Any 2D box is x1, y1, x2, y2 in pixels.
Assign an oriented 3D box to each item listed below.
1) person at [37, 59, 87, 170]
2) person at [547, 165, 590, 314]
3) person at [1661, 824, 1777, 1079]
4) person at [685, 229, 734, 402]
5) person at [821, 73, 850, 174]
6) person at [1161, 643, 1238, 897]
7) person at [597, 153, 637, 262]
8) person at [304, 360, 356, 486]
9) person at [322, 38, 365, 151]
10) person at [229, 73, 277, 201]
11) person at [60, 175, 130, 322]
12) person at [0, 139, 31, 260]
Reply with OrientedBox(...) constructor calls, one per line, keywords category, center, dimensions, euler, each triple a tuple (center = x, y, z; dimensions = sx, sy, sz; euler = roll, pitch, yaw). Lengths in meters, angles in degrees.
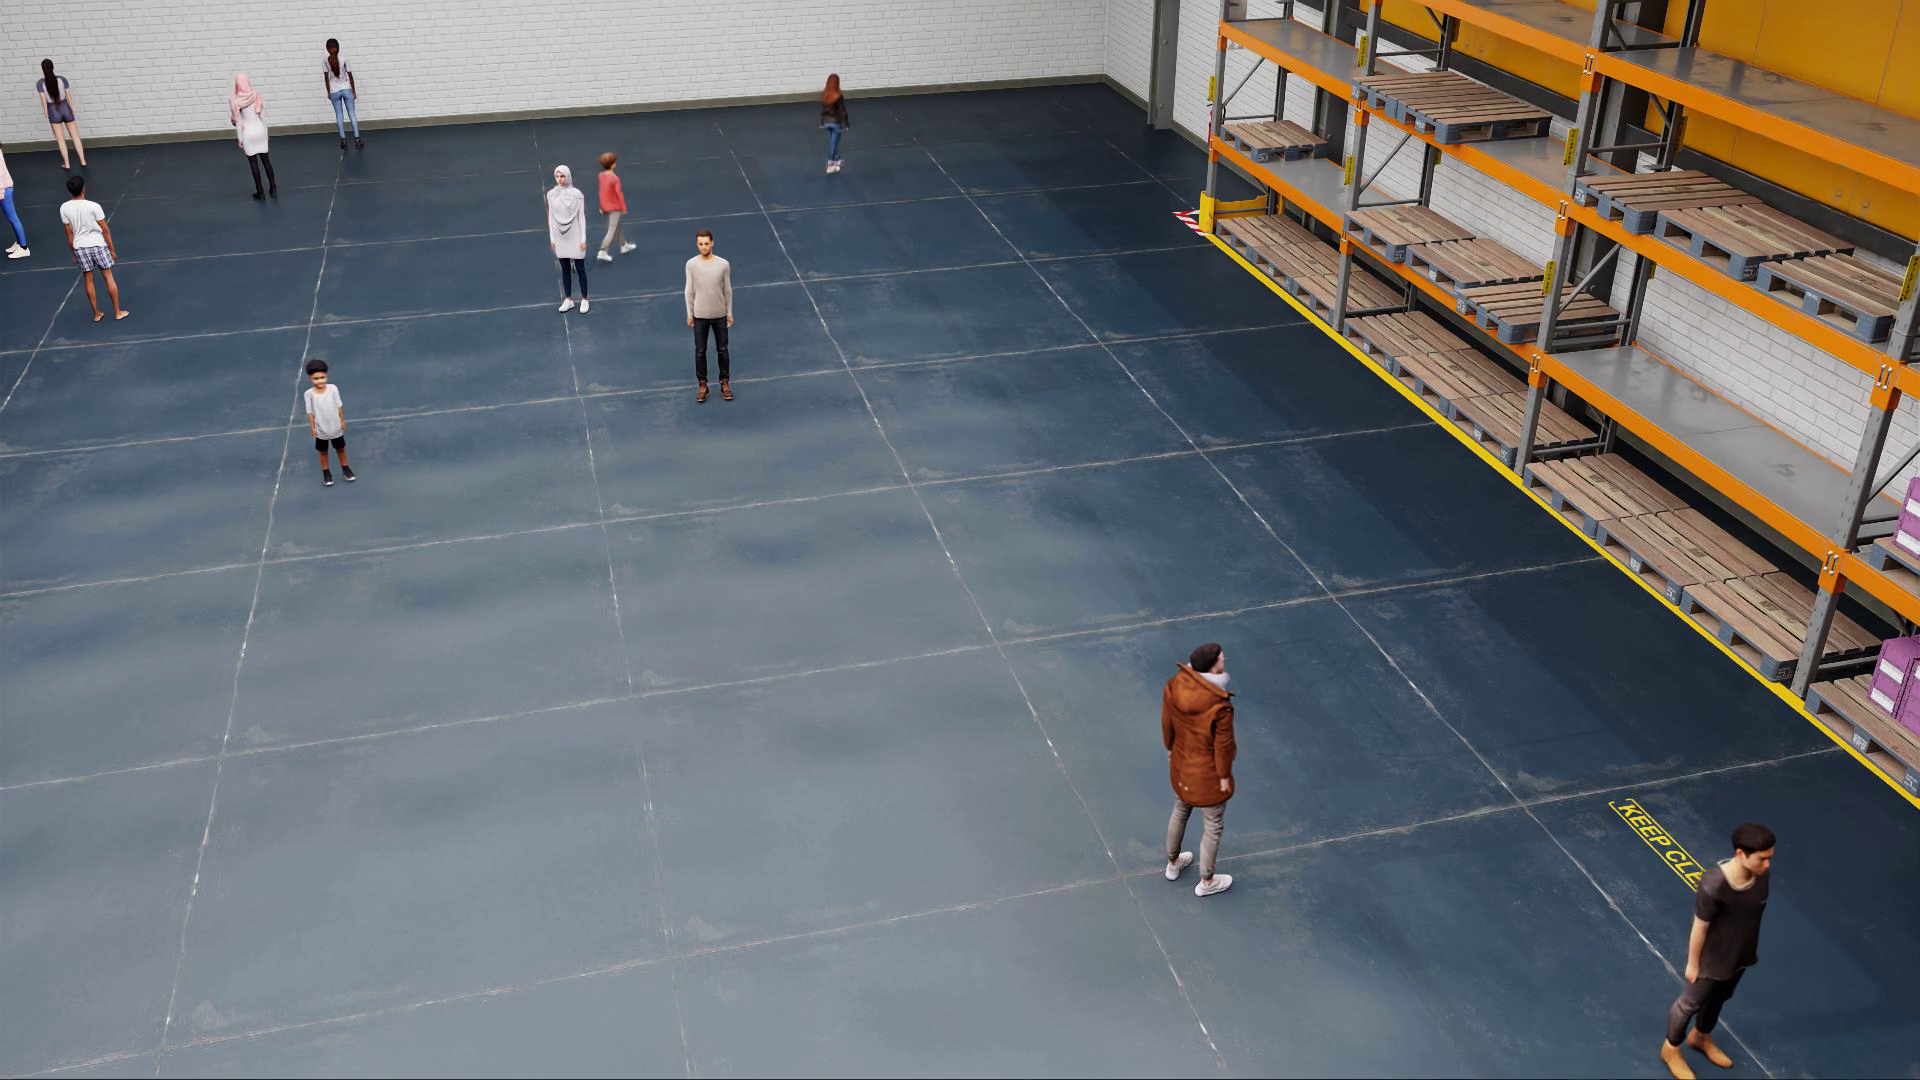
OrientedBox(category="person", center=(-13.739, -6.517, 25.407), dimensions=(0.667, 1.650, 0.655), euler=(-21, 35, -33))
OrientedBox(category="person", center=(-4.688, -3.616, 19.958), dimensions=(0.678, 1.776, 0.650), euler=(3, 29, 6))
OrientedBox(category="person", center=(4.223, 2.259, 9.251), dimensions=(0.650, 1.714, 0.600), euler=(-12, 31, -21))
OrientedBox(category="person", center=(-2.649, -2.395, 17.622), dimensions=(0.658, 1.868, 0.582), euler=(-5, 29, -9))
OrientedBox(category="person", center=(-1.964, -6.300, 25.208), dimensions=(0.832, 1.460, 0.879), euler=(18, 33, 30))
OrientedBox(category="person", center=(1.531, 1.450, 10.605), dimensions=(0.893, 1.839, 0.798), euler=(-23, 36, -36))
OrientedBox(category="person", center=(-4.575, -4.307, 21.626), dimensions=(0.951, 1.391, 0.948), euler=(20, 35, 33))
OrientedBox(category="person", center=(-6.084, -1.145, 15.970), dimensions=(0.520, 1.256, 0.529), euler=(-14, 32, -24))
OrientedBox(category="person", center=(-9.812, -7.083, 26.372), dimensions=(0.587, 1.719, 0.506), euler=(-8, 30, -15))
OrientedBox(category="person", center=(-10.189, -5.825, 23.979), dimensions=(0.735, 1.803, 0.756), euler=(-26, 38, -38))
OrientedBox(category="person", center=(-10.293, -3.450, 19.699), dimensions=(0.672, 1.732, 0.556), euler=(-4, 29, -7))
OrientedBox(category="person", center=(-12.506, -4.585, 21.740), dimensions=(0.760, 1.770, 0.589), euler=(-17, 33, -28))
